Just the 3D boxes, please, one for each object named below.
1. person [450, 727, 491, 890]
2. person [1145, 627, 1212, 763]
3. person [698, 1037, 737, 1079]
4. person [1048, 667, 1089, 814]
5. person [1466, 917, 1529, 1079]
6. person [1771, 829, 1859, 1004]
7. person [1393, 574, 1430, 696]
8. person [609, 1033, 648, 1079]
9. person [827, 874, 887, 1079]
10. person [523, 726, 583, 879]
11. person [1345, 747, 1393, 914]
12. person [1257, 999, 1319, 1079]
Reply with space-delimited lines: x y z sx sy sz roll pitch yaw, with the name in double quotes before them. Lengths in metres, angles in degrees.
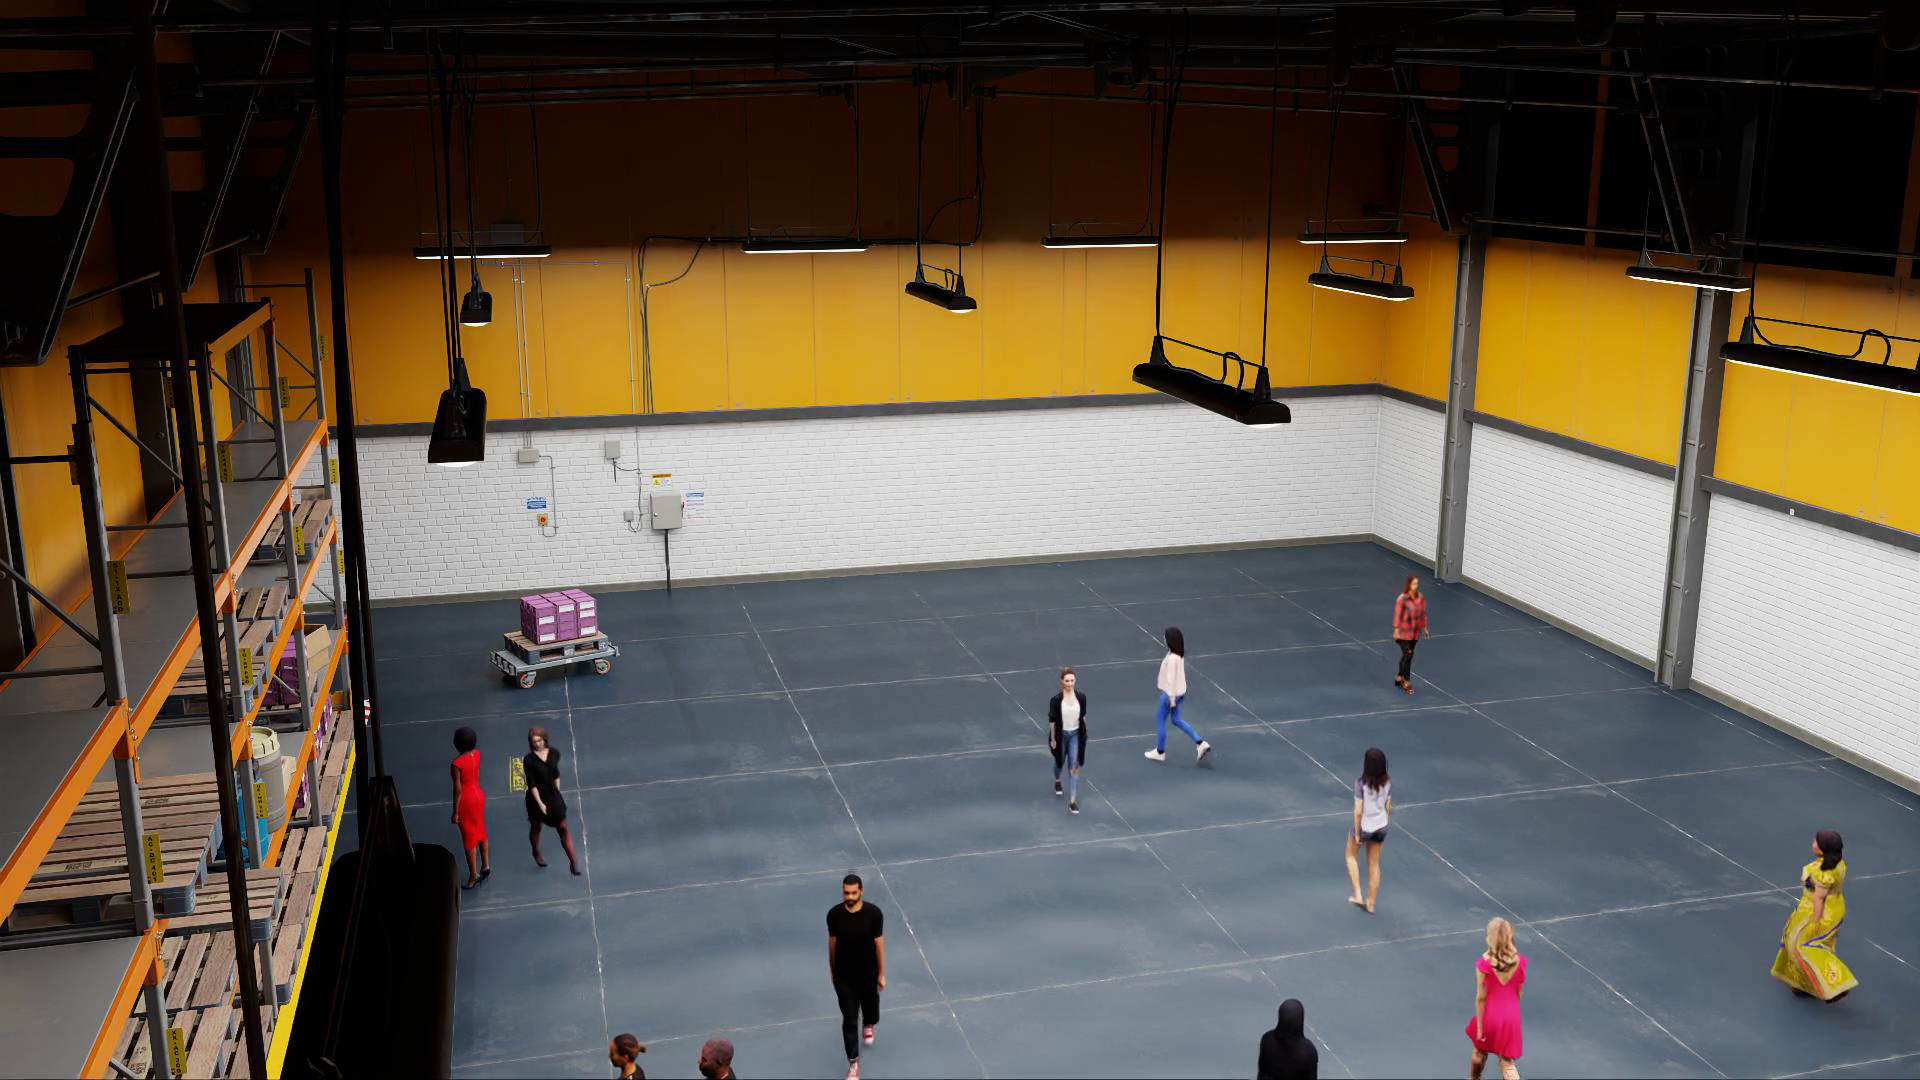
"person" -5.063 2.758 17.190 0.706 1.743 0.617 5 15 21
"person" 2.722 1.941 20.555 1.124 1.747 1.064 7 15 28
"person" -1.595 4.173 11.212 0.701 1.805 0.522 -3 14 -13
"person" 1.220 2.284 19.371 0.721 1.636 1.147 -2 14 -7
"person" 4.241 3.812 12.964 0.750 1.682 1.108 0 14 -1
"person" 7.761 3.378 14.827 1.149 1.649 1.055 12 18 41
"person" 6.263 1.285 23.396 0.681 1.683 0.820 -6 15 -24
"person" -2.241 4.175 11.497 0.652 1.668 0.473 -3 14 -11
"person" -0.845 3.572 13.826 0.771 1.744 1.010 0 14 0
"person" -4.431 2.741 17.449 0.907 1.653 1.157 -13 19 -43
"person" 4.128 2.916 16.581 0.597 1.721 0.587 -3 14 -12
"person" 2.316 4.078 12.019 0.856 1.611 0.918 7 16 28
